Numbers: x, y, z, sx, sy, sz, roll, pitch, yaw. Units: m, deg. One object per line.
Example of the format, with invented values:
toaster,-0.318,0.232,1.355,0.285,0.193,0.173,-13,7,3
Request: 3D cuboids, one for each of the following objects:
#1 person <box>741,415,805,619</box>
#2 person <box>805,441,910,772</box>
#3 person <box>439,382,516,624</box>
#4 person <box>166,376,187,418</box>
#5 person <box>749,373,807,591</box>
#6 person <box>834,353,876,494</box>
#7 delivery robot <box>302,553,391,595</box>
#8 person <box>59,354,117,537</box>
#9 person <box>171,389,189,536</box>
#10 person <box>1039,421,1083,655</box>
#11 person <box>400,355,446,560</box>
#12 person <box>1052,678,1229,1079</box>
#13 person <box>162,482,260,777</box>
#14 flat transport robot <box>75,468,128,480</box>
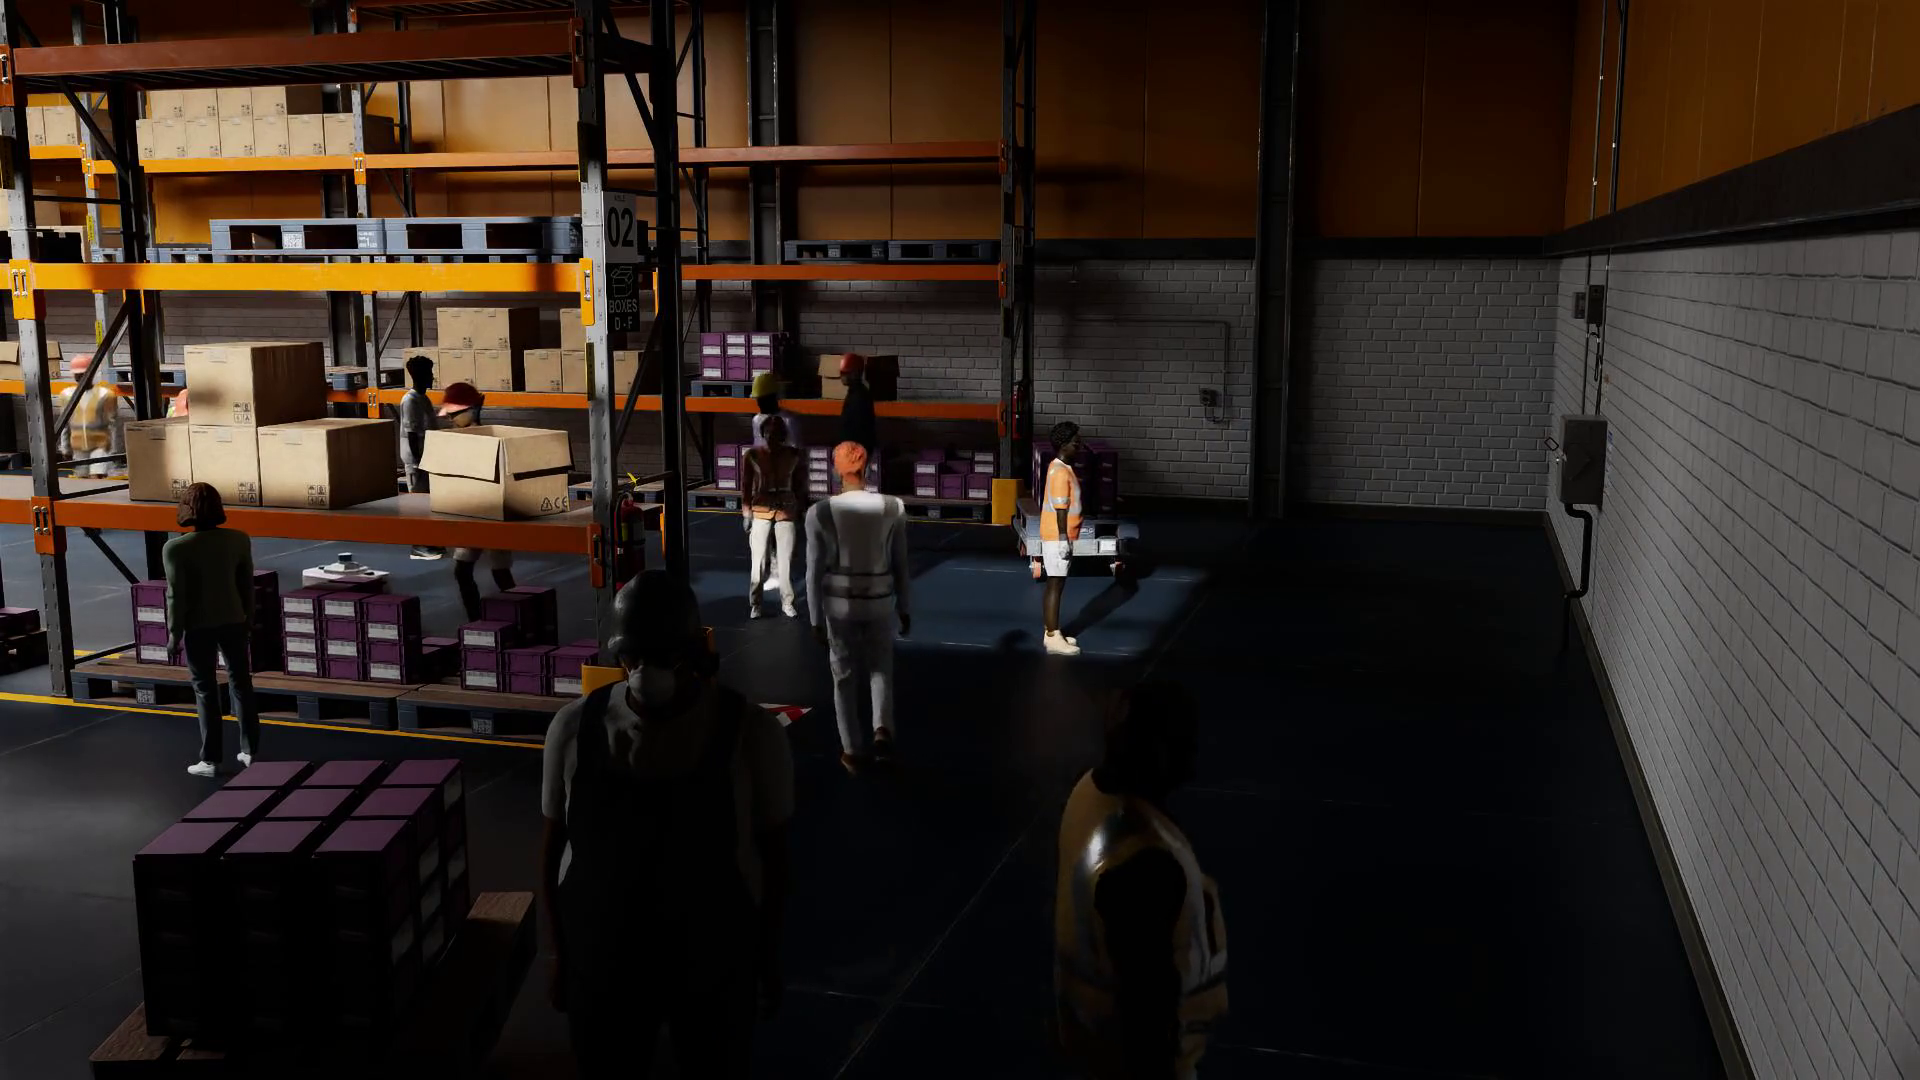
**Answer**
person,-1.490,-0.183,13.323,0.517,1.636,0.314,-3,10,-15
person,-0.547,0.393,9.104,0.597,1.869,0.599,-2,9,-10
person,-3.423,-0.135,11.940,0.549,2.010,0.618,-8,13,-42
person,-7.060,-0.641,15.530,0.629,1.837,0.430,-6,11,-33
person,-1.554,-0.510,14.518,0.610,1.897,0.622,-9,13,-43
person,-1.007,-0.858,16.398,0.475,1.975,0.637,-3,10,-18
delivery robot,-4.833,0.345,13.106,0.707,0.478,0.477,5,11,29
person,-9.185,-1.020,17.597,0.552,1.914,0.789,-1,9,-8
person,-5.560,-0.152,12.233,0.543,1.934,0.368,5,11,30
person,0.738,-0.021,12.148,0.322,1.696,0.536,0,9,2
person,-5.209,-0.801,16.084,0.372,1.966,0.603,-1,9,-6
person,0.388,1.229,4.146,0.640,1.823,0.632,0,9,-2
person,-4.139,0.494,9.204,0.282,1.633,0.501,7,12,38
flat transport robot,-10.582,-0.776,21.089,0.652,0.197,1.431,3,10,19
